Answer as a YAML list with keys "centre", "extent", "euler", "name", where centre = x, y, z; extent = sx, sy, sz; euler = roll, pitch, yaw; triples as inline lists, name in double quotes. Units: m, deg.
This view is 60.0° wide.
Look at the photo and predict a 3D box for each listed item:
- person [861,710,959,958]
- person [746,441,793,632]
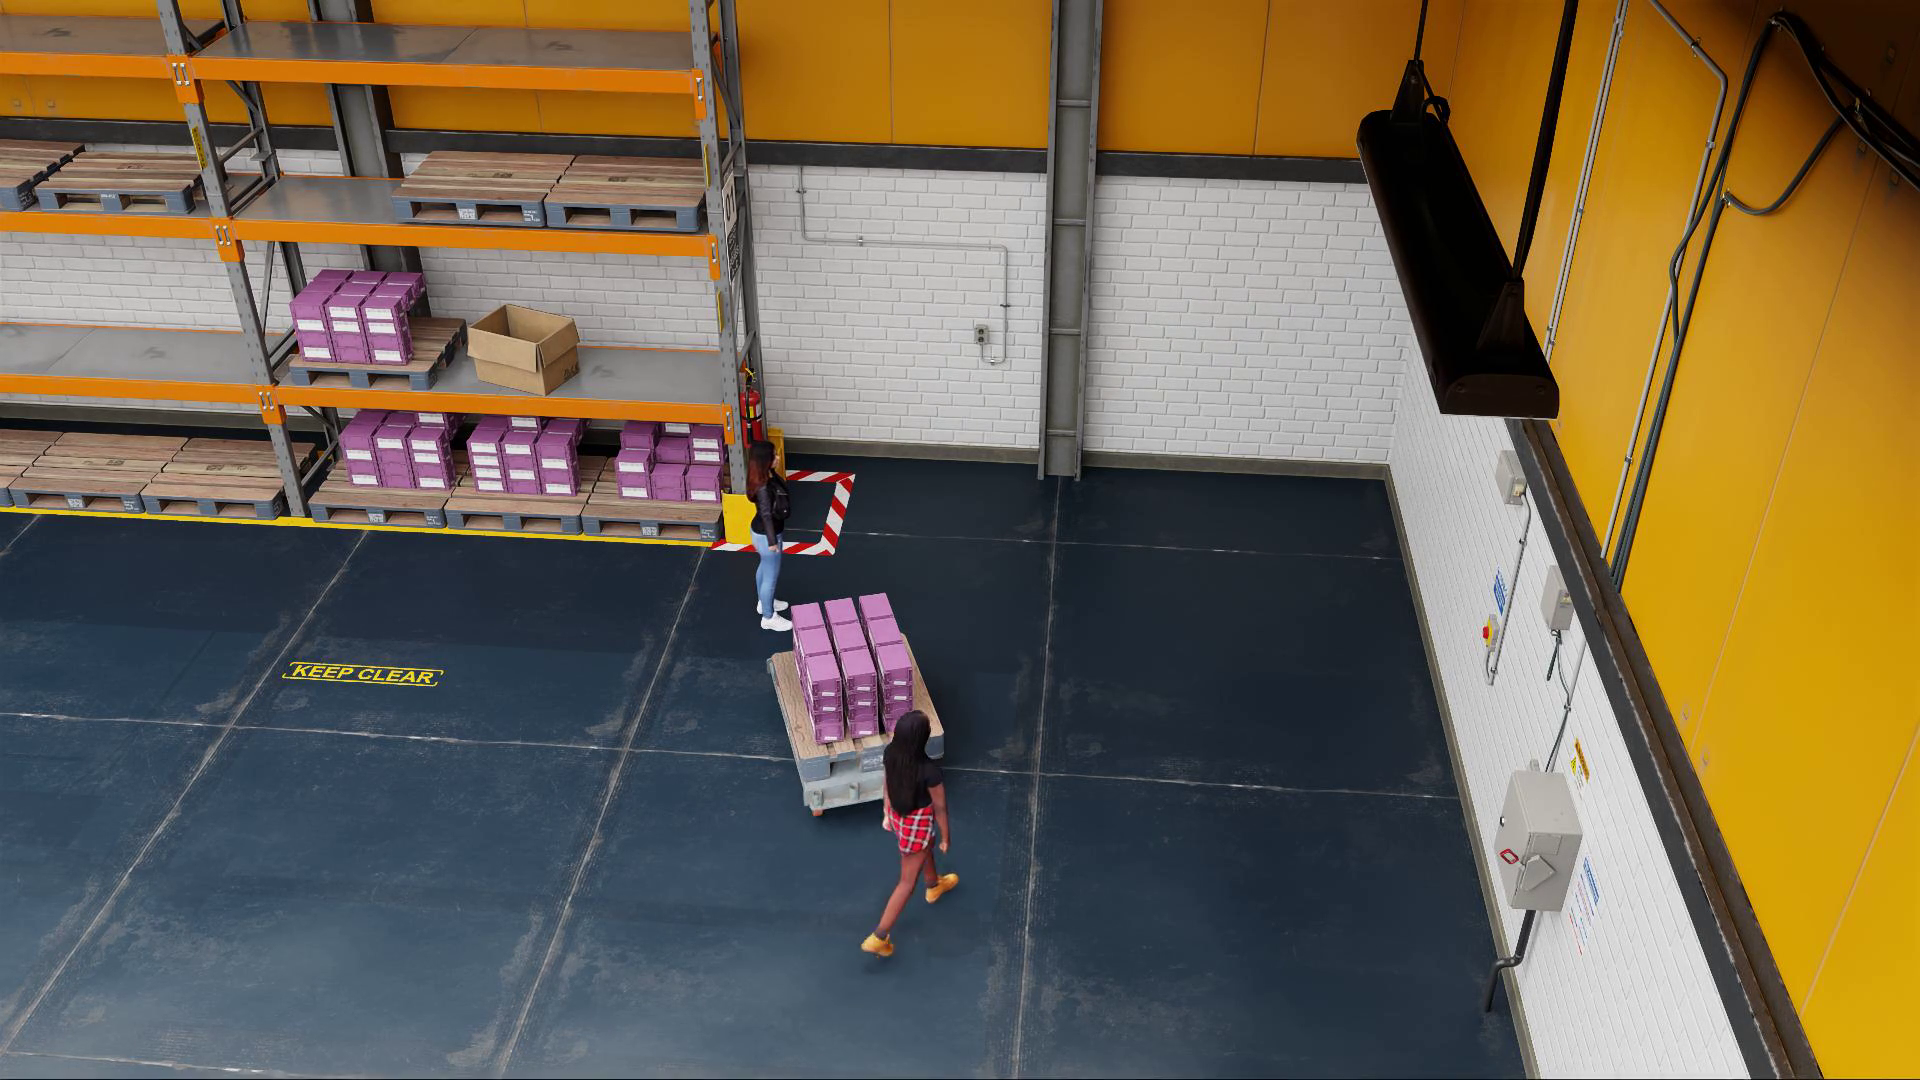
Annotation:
- centre: [-0.335, 1.809, 10.177]
  extent: [1.174, 1.692, 1.123]
  euler: [26, 42, 34]
  name: "person"
- centre: [-1.502, -0.054, 13.046]
  extent: [0.652, 1.619, 0.704]
  euler: [-6, 34, -9]
  name: "person"
